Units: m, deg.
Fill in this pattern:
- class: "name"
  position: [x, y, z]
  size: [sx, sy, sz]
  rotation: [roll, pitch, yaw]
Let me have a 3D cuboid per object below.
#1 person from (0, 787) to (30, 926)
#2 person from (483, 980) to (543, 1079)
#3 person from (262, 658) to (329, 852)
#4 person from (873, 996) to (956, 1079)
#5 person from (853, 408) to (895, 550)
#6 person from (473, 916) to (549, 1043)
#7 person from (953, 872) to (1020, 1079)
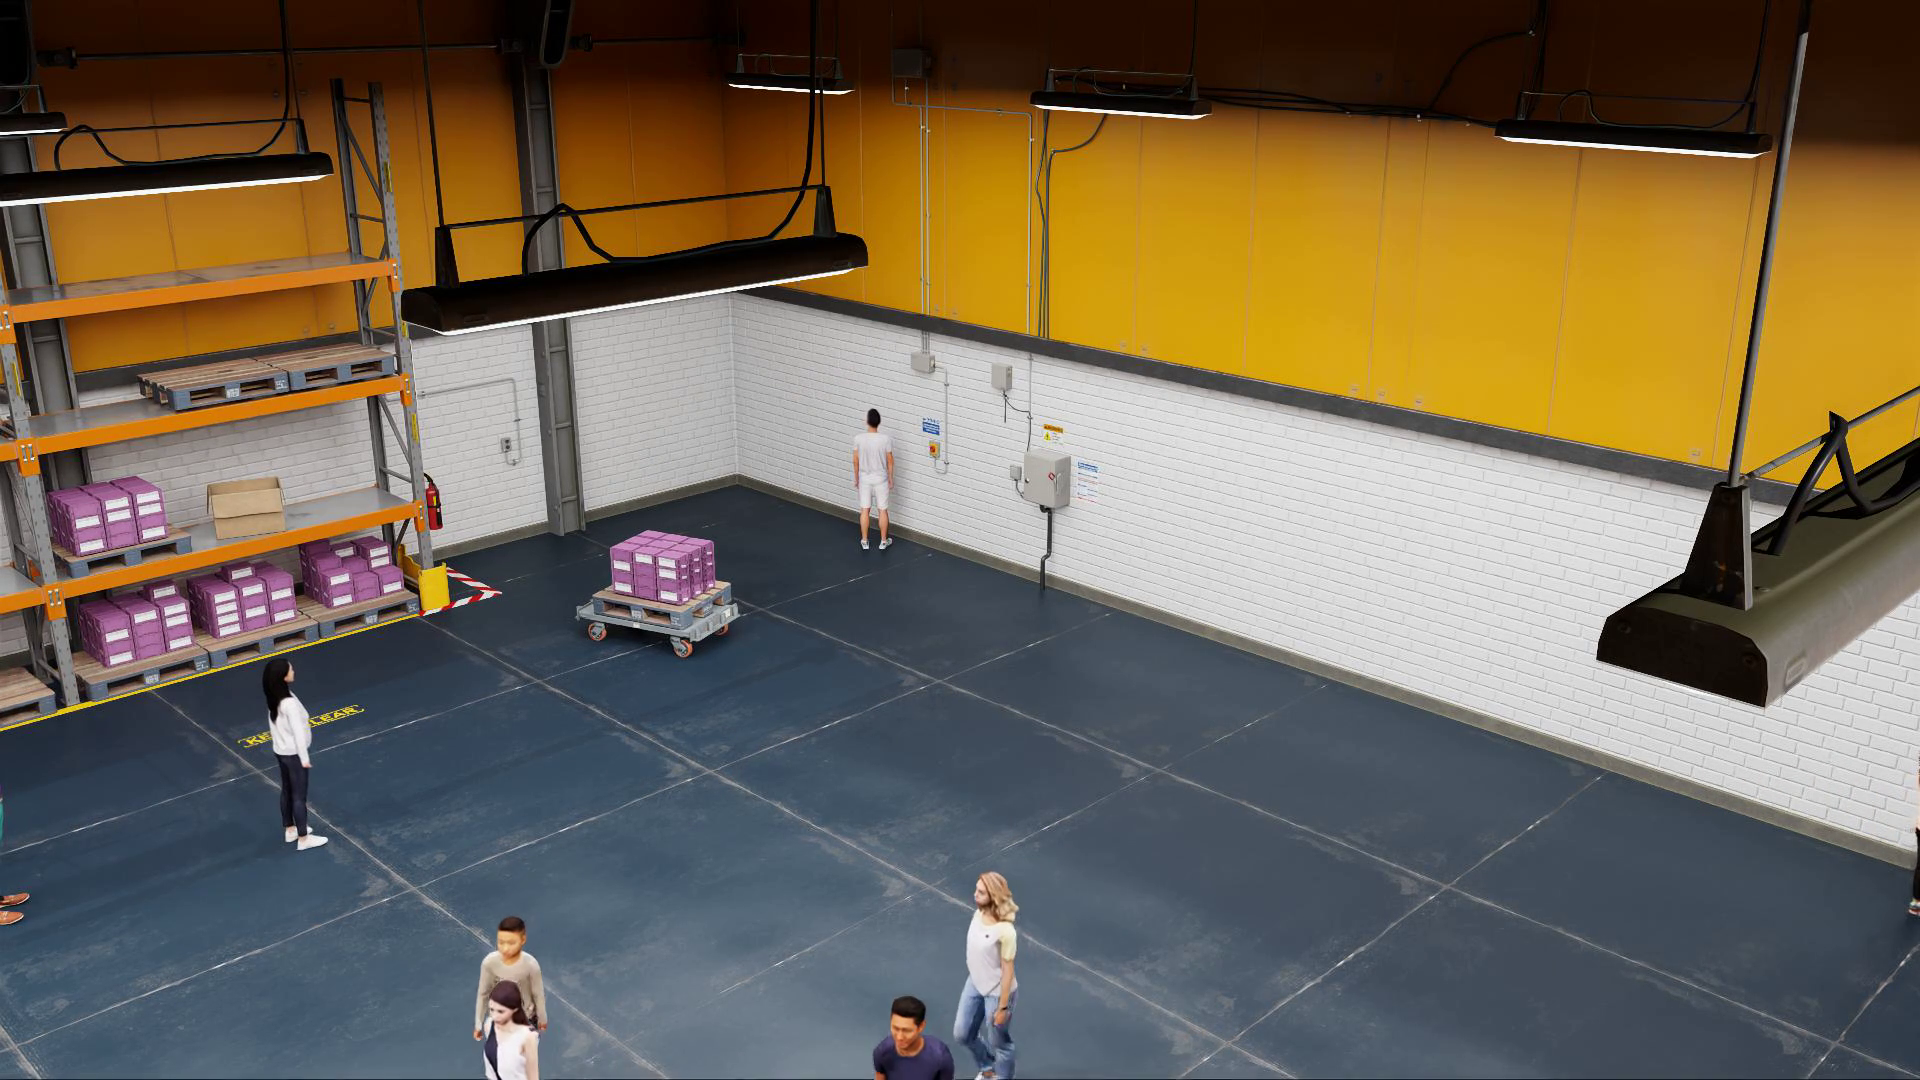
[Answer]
- class: "person"
  position: [-7.625, 2.129, 12.939]
  size: [0.715, 1.767, 0.712]
  rotation: [-7, 20, -19]
- class: "person"
  position: [-2.545, 3.272, 9.794]
  size: [0.873, 1.608, 1.126]
  rotation: [6, 20, 18]
- class: "person"
  position: [-5.661, 1.788, 14.059]
  size: [0.599, 1.700, 0.521]
  rotation: [18, 25, 42]
- class: "person"
  position: [-0.218, 3.297, 9.465]
  size: [0.831, 1.771, 0.889]
  rotation: [4, 19, 11]
- class: "person"
  position: [-1.119, -0.790, 21.465]
  size: [0.760, 1.858, 0.804]
  rotation: [1, 19, 3]
- class: "person"
  position: [-2.840, 3.047, 10.736]
  size: [0.898, 1.434, 1.019]
  rotation: [3, 19, 8]
- class: "person"
  position: [0.295, 2.898, 10.744]
  size: [0.700, 1.712, 0.681]
  rotation: [-12, 22, -31]
